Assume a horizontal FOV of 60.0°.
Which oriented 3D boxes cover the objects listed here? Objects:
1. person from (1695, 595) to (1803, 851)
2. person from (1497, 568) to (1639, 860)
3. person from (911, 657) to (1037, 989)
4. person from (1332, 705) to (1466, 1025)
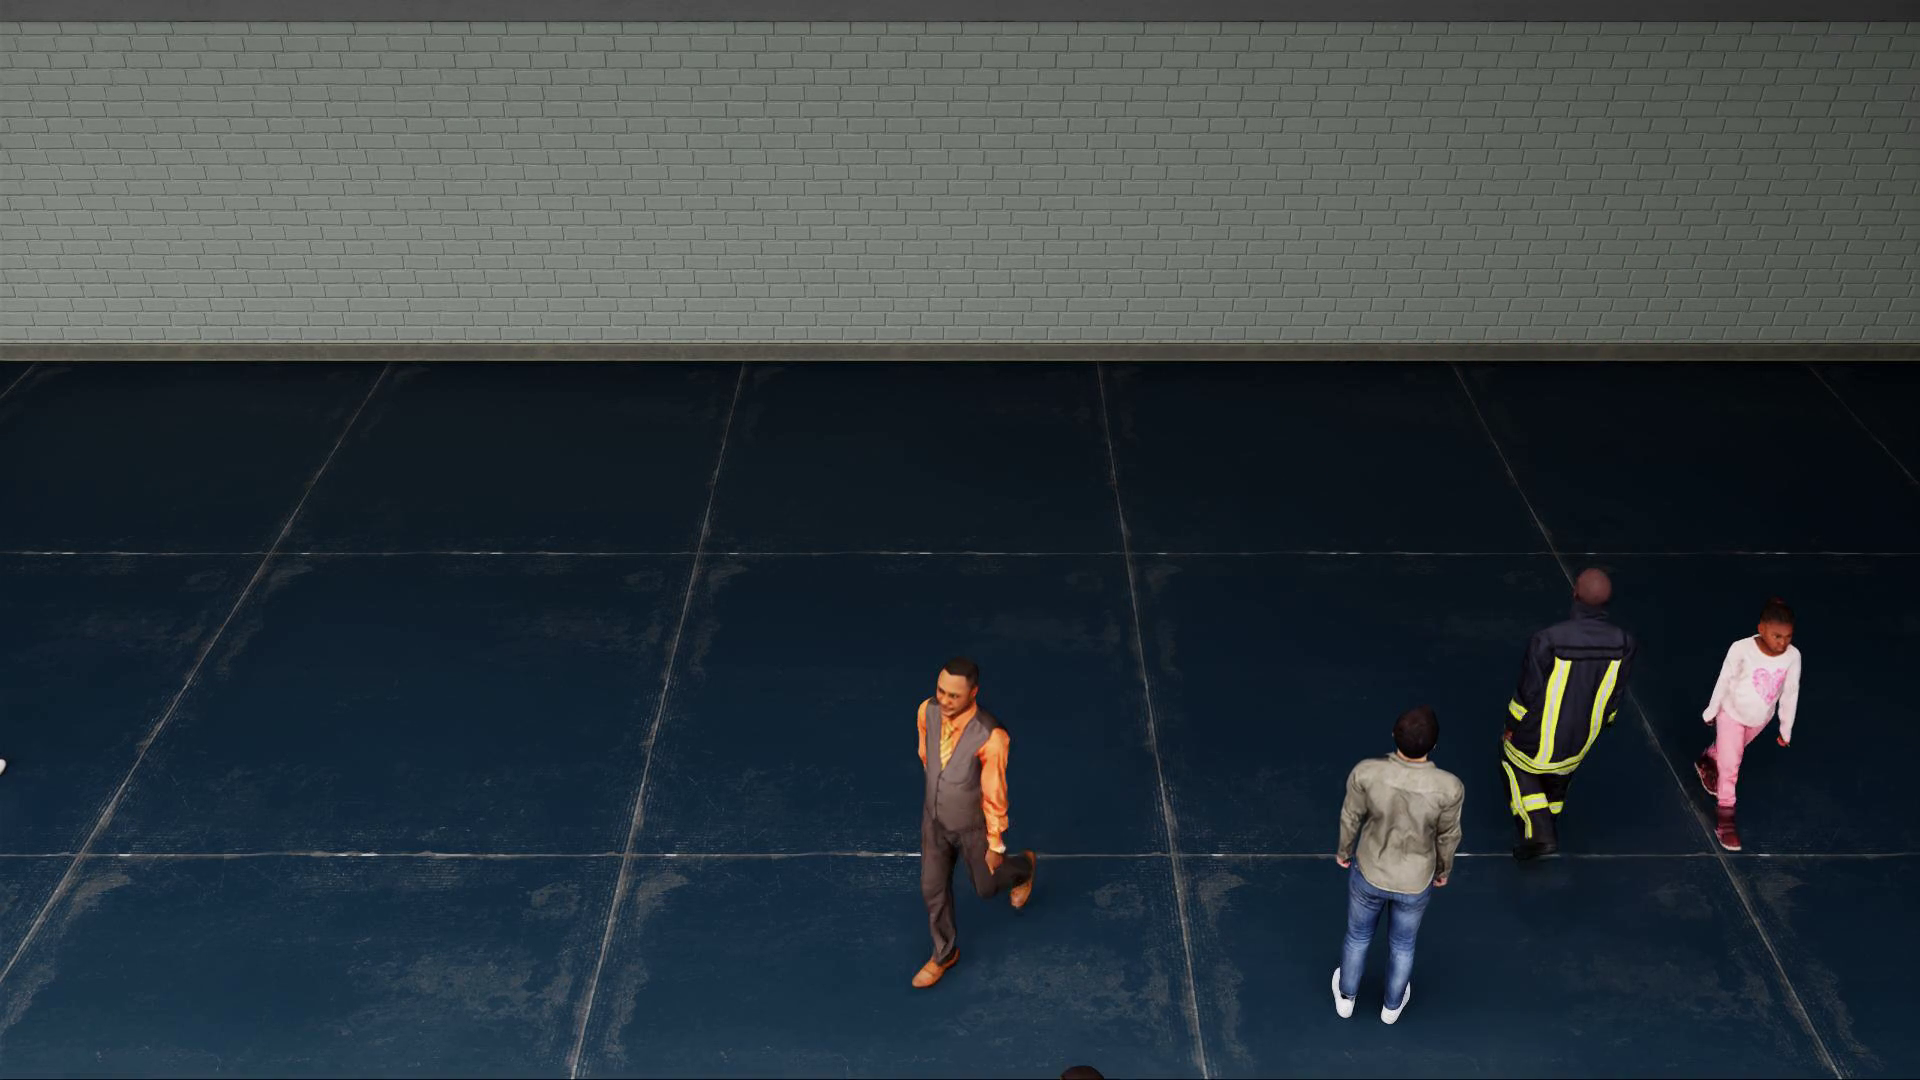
[{"bbox_3d":[4.274,0.901,9.096,0.592,1.412,0.986,1,33,2],"label":"person"},{"bbox_3d":[3.132,0.953,8.651,0.757,1.808,0.903,0,33,1],"label":"person"},{"bbox_3d":[0.076,1.297,8.053,1.128,1.886,1.235,24,40,32],"label":"person"},{"bbox_3d":[2.004,1.530,7.712,0.756,1.866,0.682,8,34,12],"label":"person"}]
